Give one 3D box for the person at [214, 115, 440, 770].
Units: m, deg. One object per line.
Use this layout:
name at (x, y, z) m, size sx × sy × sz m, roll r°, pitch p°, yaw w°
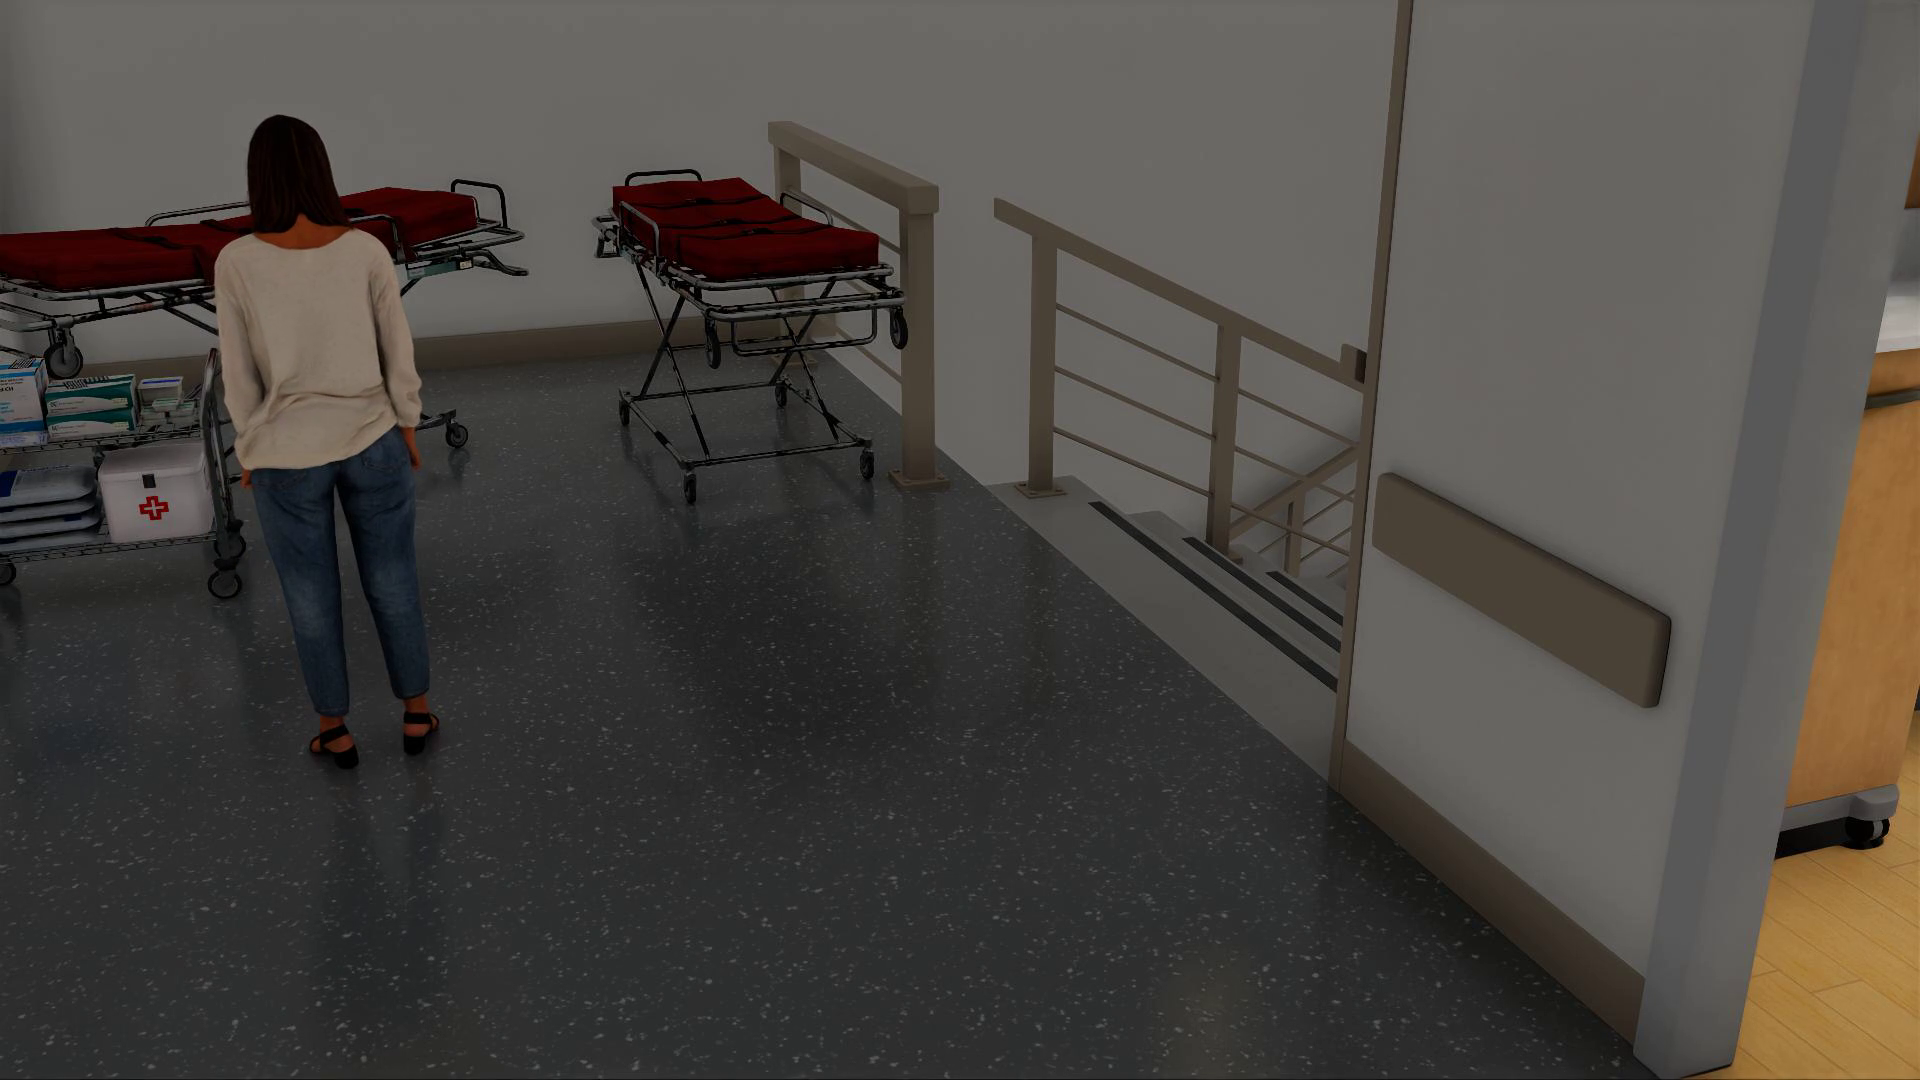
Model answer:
person at (-1.605, -0.221, 4.228) m, size 0.632 × 1.682 × 0.549 m, roll -9°, pitch 23°, yaw -23°
